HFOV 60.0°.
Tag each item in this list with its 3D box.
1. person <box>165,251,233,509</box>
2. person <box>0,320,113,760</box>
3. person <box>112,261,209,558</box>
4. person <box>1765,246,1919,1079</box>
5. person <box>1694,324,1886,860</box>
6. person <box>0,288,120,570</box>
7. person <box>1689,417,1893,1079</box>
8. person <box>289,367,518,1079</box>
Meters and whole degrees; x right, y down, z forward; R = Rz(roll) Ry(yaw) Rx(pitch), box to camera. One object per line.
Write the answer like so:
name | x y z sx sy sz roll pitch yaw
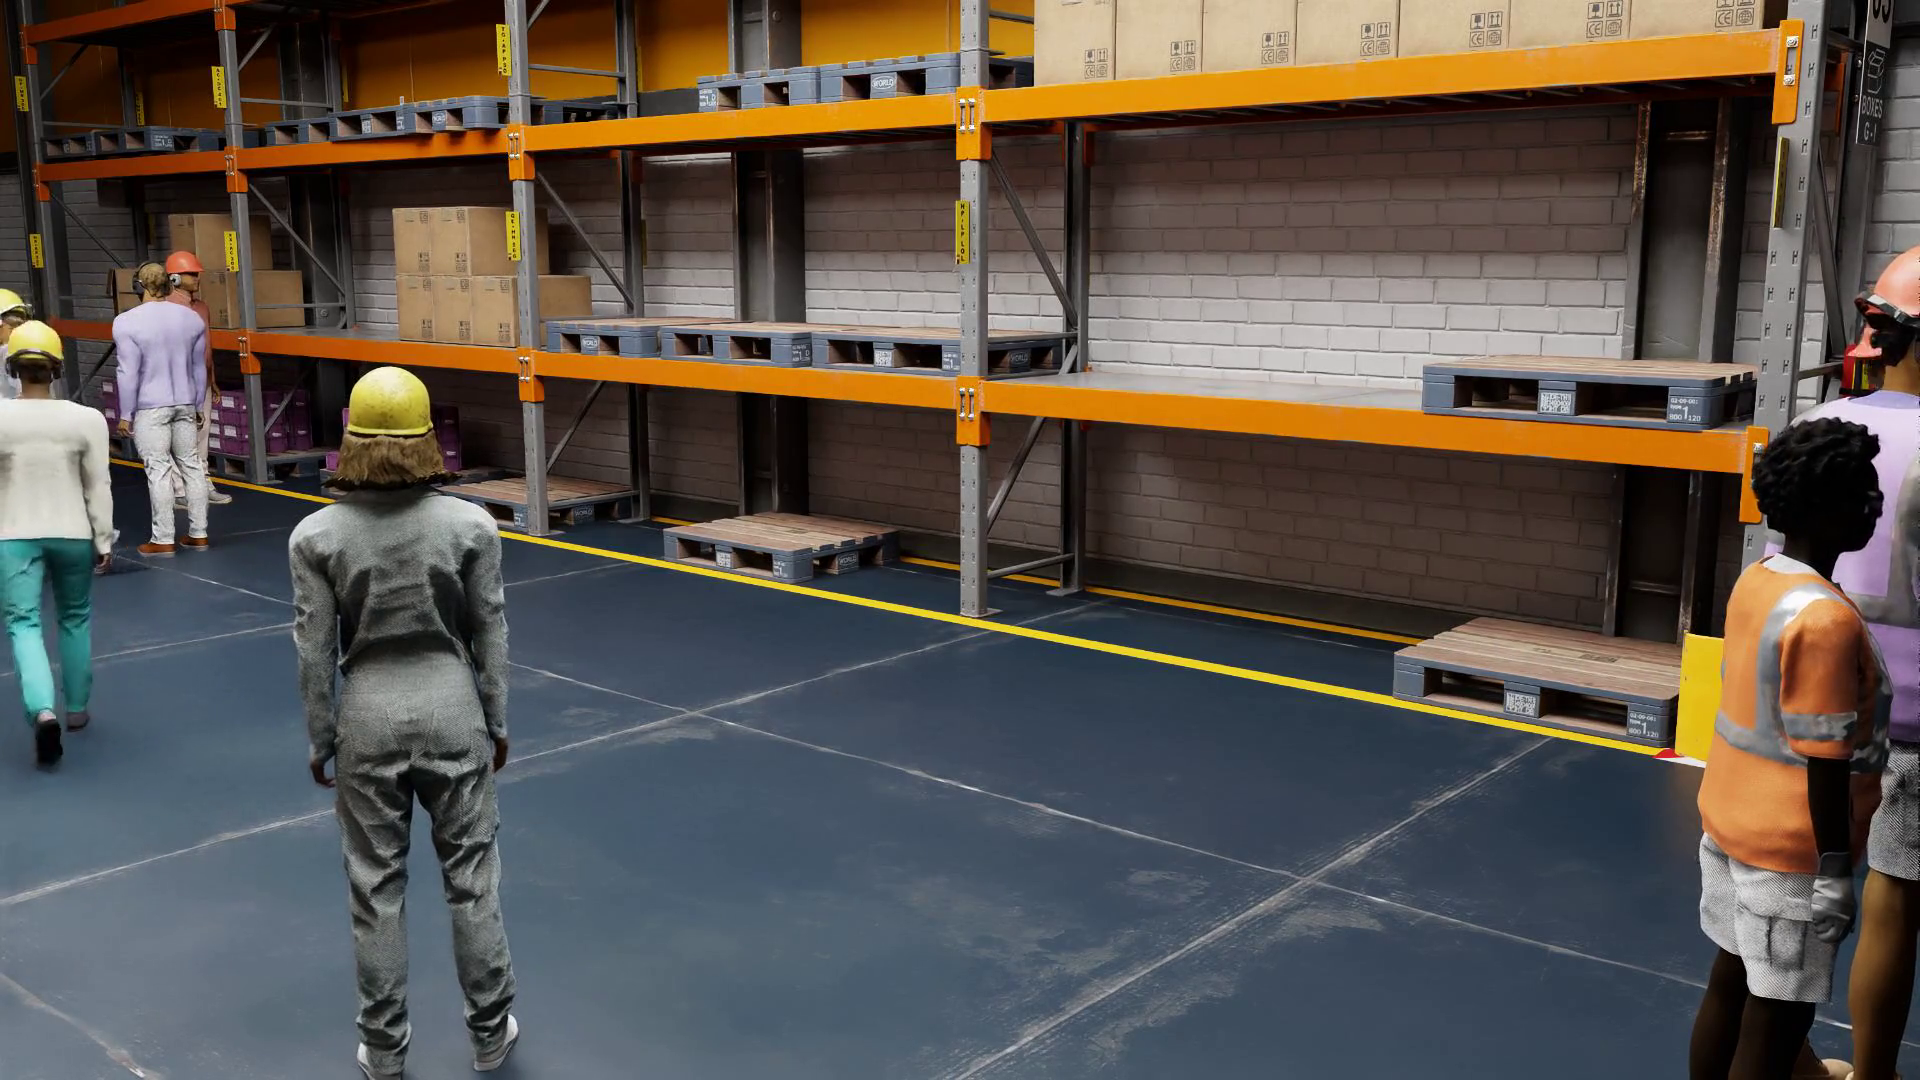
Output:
person | -6.002 -1.241 12.972 0.375 1.997 0.611 2 10 9
person | -3.681 -0.009 6.692 0.522 1.739 0.815 -6 12 -32
person | -5.236 -0.853 10.927 0.372 1.940 0.627 6 12 30
person | 2.071 0.364 3.706 0.390 2.039 0.612 -3 10 -16
person | 2.906 0.195 5.145 1.041 1.880 0.558 -1 10 -6
person | -5.518 -0.604 9.949 0.761 1.796 0.608 -7 12 -34
person | 1.661 0.601 3.334 0.318 1.699 0.535 2 10 9
person | -1.333 0.456 4.030 0.483 1.745 0.302 -3 10 -18
